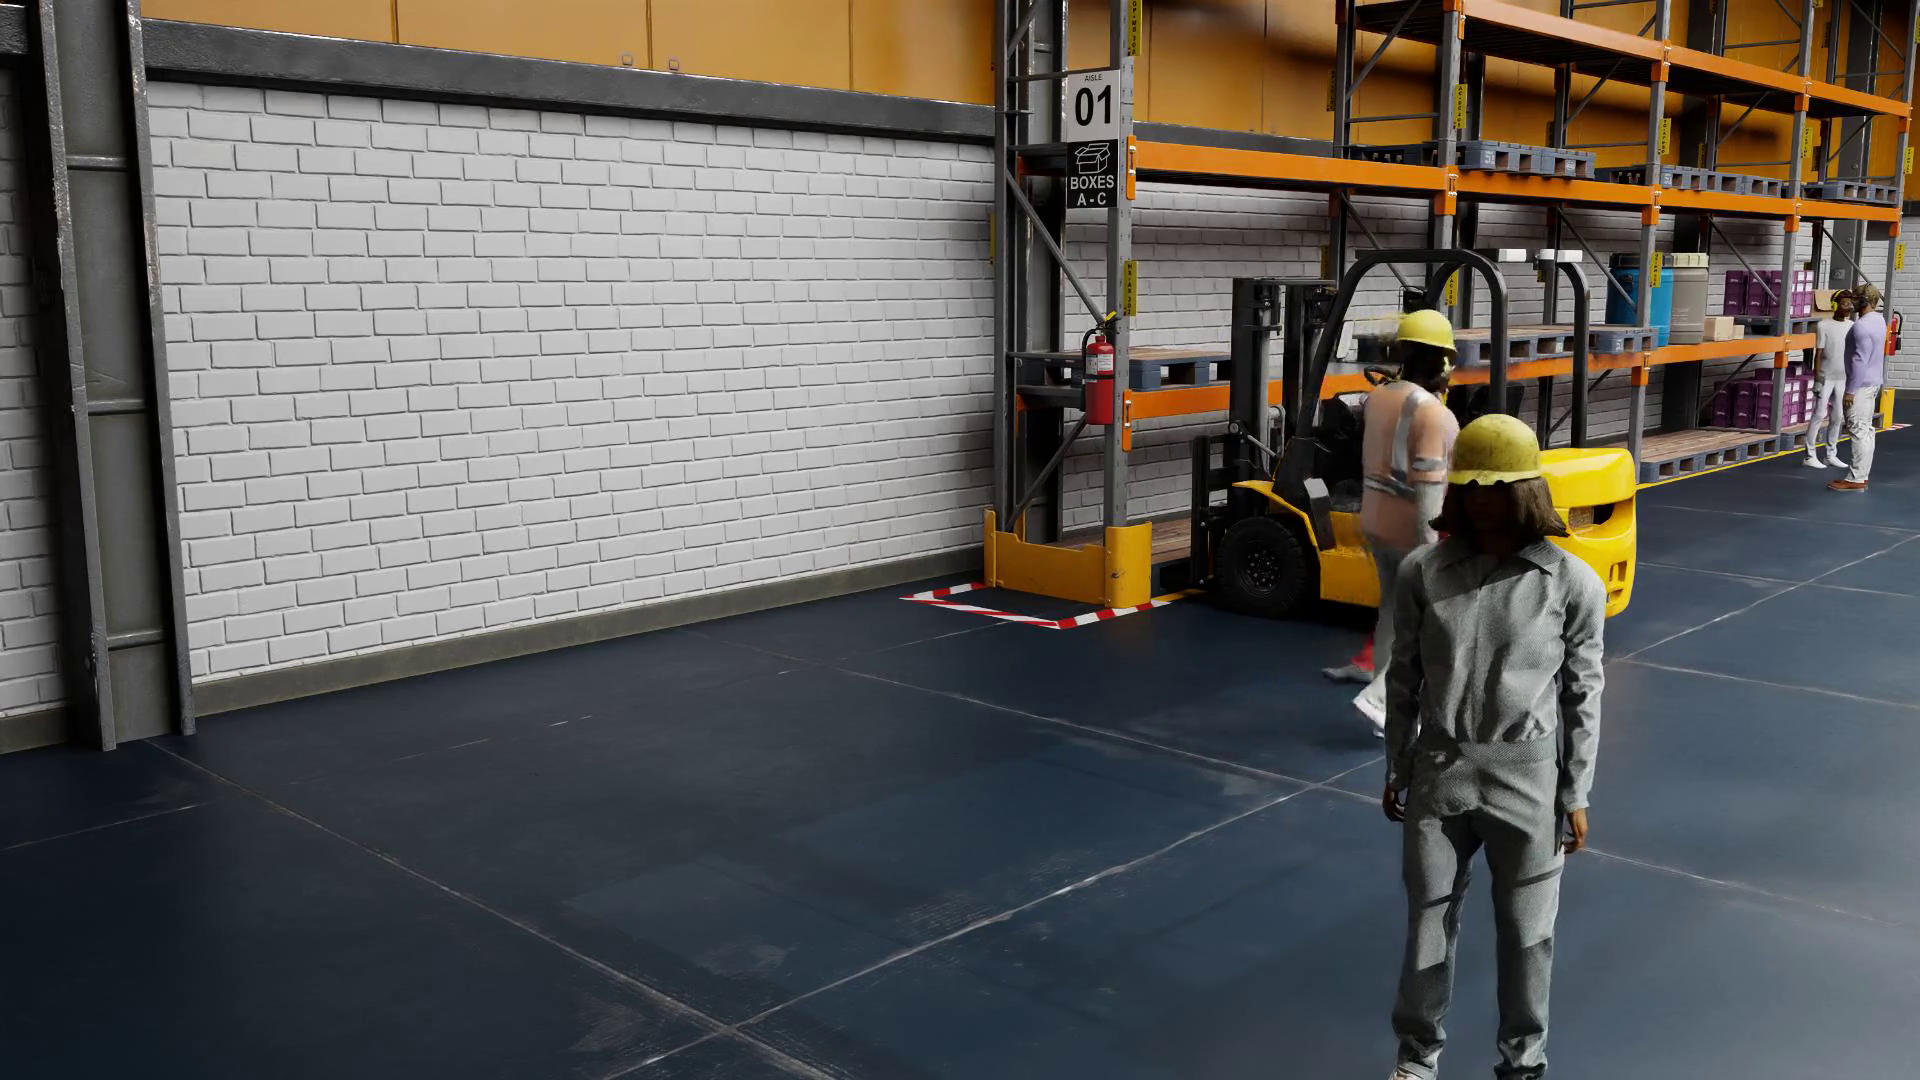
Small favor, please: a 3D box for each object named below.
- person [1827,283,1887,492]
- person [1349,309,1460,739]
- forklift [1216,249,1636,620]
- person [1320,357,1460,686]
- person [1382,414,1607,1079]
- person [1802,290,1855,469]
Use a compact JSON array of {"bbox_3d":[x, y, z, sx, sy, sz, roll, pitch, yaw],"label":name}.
[{"bbox_3d":[8.374,-1.413,15.487,0.372,1.940,0.632,7,12,38],"label":"person"},{"bbox_3d":[1.950,-0.043,7.221,0.408,1.900,0.584,-3,10,-16],"label":"person"},{"bbox_3d":[2.710,-0.584,9.626,2.313,2.155,1.214,9,13,43],"label":"forklift"},{"bbox_3d":[2.311,-0.092,8.088,0.948,1.710,0.521,1,9,6],"label":"person"},{"bbox_3d":[1.234,0.571,3.919,0.493,1.742,0.322,5,11,29],"label":"person"},{"bbox_3d":[9.082,-1.666,17.296,0.509,1.860,0.318,-3,10,-17],"label":"person"}]
